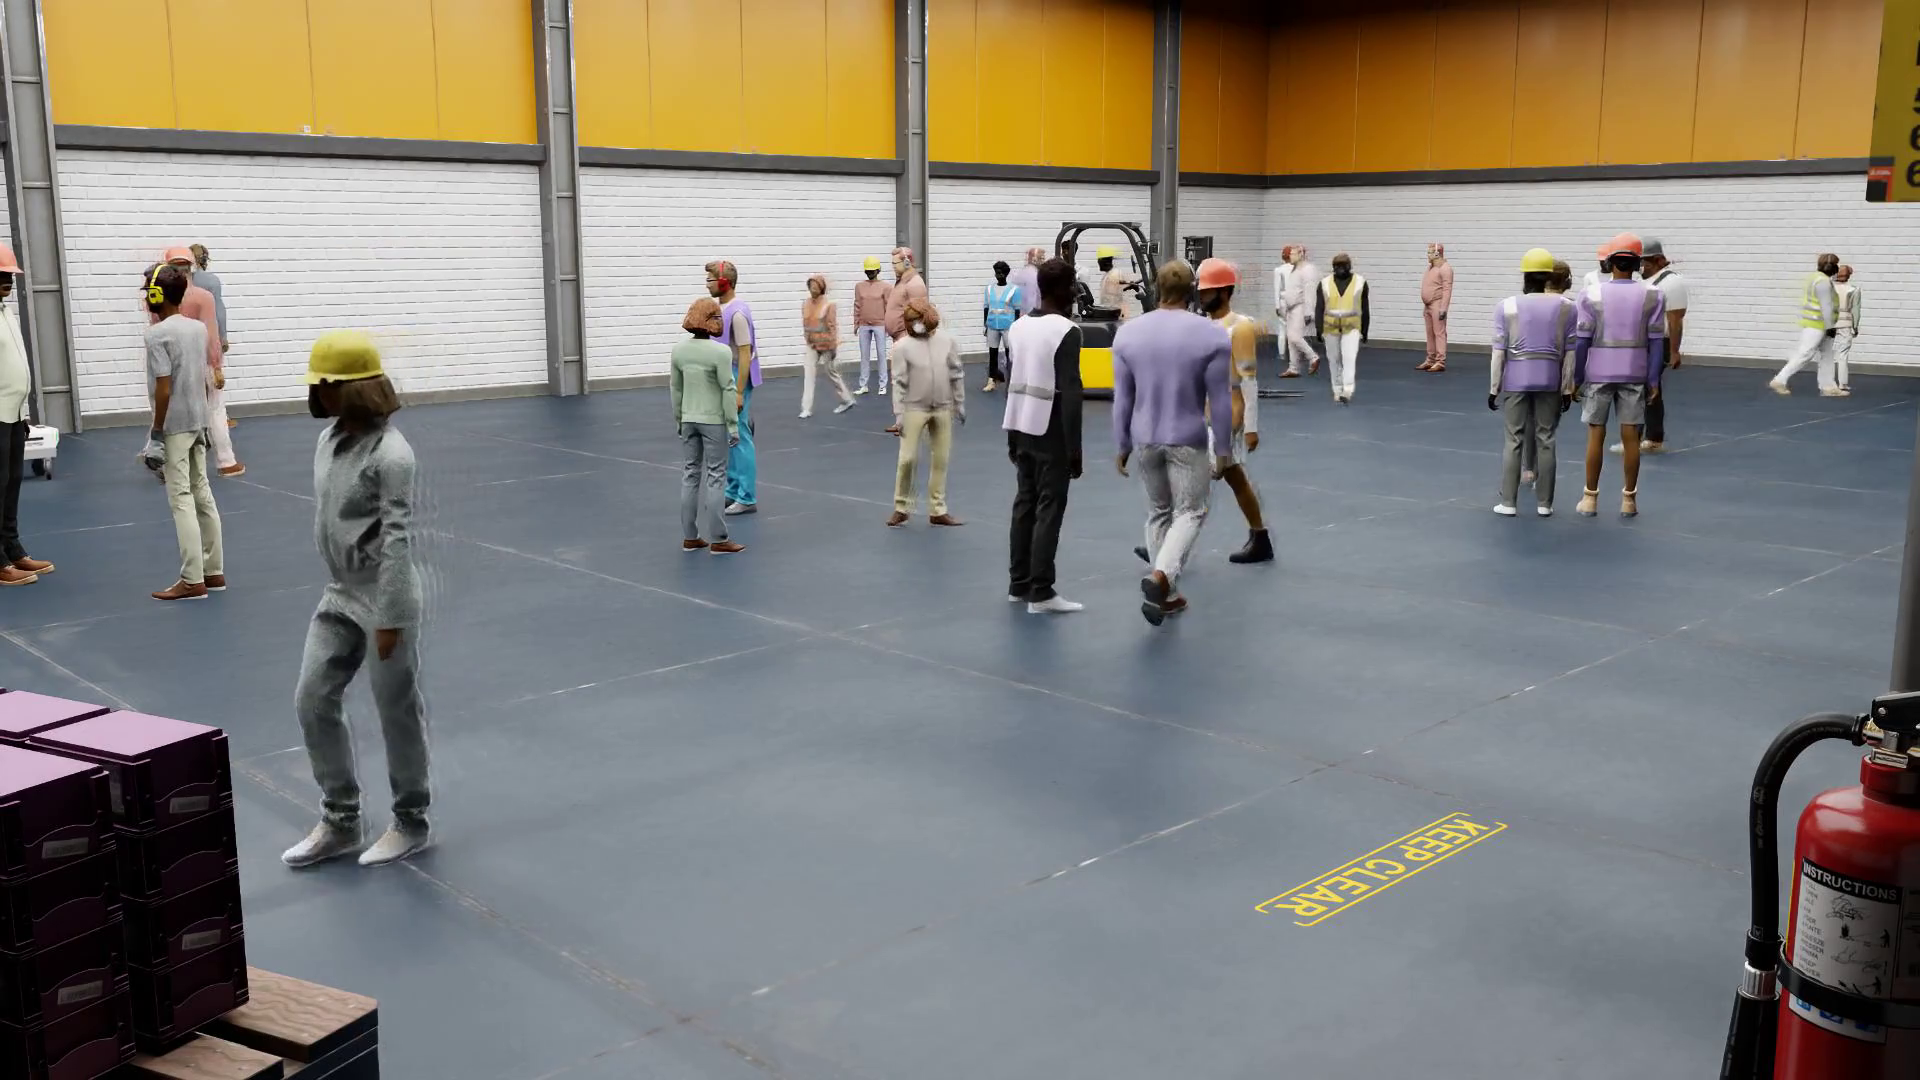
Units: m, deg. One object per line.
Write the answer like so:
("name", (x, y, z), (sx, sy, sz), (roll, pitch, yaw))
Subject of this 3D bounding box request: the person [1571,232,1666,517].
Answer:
("person", (4.720, -1.181, 11.977), (0.614, 2.042, 0.373), (2, 11, 12))

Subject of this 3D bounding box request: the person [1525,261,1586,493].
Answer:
("person", (4.715, -1.306, 13.287), (0.552, 1.808, 0.809), (6, 12, 31))

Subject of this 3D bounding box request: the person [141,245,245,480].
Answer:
("person", (-6.417, -1.452, 13.727), (0.638, 1.956, 0.843), (2, 11, 13))

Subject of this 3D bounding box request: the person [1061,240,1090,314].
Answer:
("person", (1.493, -3.121, 22.766), (0.606, 1.966, 0.367), (10, 14, 43))

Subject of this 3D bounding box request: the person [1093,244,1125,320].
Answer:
("person", (2.031, -3.001, 22.304), (0.501, 1.904, 0.583), (-1, 10, -8))

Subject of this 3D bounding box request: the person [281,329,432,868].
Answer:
("person", (-1.932, 0.209, 5.220), (0.513, 1.725, 0.547), (8, 13, 38))

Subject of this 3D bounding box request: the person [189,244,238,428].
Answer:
("person", (-7.923, -2.119, 17.393), (0.627, 1.935, 0.371), (3, 11, 17))

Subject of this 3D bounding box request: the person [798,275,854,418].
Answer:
("person", (-1.526, -2.176, 18.650), (0.552, 1.589, 0.800), (7, 12, 33))

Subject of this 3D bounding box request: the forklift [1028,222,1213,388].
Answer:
("forklift", (1.935, -2.847, 20.651), (2.313, 2.155, 1.214), (2, 11, 13))

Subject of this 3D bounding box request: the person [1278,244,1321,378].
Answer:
("person", (4.815, -3.235, 23.577), (0.489, 1.892, 0.670), (-2, 11, -13))

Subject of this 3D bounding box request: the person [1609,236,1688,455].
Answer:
("person", (6.260, -1.802, 15.371), (0.808, 2.000, 0.707), (-2, 11, -9))

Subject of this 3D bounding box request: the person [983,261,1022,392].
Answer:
("person", (0.534, -2.737, 21.420), (0.532, 1.693, 0.319), (4, 11, 23))

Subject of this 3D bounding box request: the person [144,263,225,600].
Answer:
("person", (-4.363, -0.598, 9.273), (0.329, 1.872, 0.509), (1, 10, 6))

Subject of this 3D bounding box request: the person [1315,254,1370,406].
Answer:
("person", (4.581, -2.521, 19.975), (0.638, 1.784, 0.963), (3, 11, 18))

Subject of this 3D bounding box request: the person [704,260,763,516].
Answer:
("person", (-1.644, -1.100, 12.087), (0.390, 1.841, 0.564), (-4, 11, -22))

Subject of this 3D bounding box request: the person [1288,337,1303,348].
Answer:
("person", (6.067, -4.324, 29.986), (0.612, 1.718, 0.587), (-5, 11, -24))

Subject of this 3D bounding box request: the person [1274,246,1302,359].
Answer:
("person", (5.366, -3.834, 26.966), (0.581, 1.857, 0.804), (-1, 10, -4))

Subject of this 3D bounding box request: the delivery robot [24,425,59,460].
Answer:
("delivery robot", (-7.857, -0.805, 13.732), (0.477, 0.478, 0.707), (9, 14, 39))

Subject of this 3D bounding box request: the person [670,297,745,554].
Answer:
("person", (-1.617, -0.725, 10.606), (0.508, 1.632, 0.271), (7, 12, 32))

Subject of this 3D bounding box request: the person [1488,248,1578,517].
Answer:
("person", (4.107, -1.122, 11.971), (0.595, 1.925, 0.373), (1, 10, 6))

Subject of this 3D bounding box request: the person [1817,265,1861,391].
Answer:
("person", (11.482, -2.773, 21.767), (0.517, 1.636, 0.314), (9, 14, 41))

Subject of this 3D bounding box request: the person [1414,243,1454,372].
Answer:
("person", (7.074, -3.463, 24.806), (0.400, 1.905, 0.643), (-2, 11, -9))

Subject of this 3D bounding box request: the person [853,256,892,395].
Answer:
("person", (-1.115, -2.718, 21.136), (0.522, 1.761, 0.321), (3, 11, 17))

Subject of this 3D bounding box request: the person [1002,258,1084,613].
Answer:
("person", (0.442, -0.556, 9.016), (0.449, 1.905, 0.637), (-6, 12, -31))

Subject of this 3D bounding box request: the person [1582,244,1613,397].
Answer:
("person", (8.000, -2.713, 20.690), (0.547, 1.920, 0.422), (7, 13, 35))

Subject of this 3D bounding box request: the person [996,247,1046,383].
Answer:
("person", (0.832, -2.957, 22.127), (0.738, 1.874, 0.692), (-1, 10, -5))

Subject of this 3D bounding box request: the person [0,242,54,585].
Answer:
("person", (-5.593, -0.740, 9.708), (0.393, 1.990, 0.623), (-2, 11, -11))

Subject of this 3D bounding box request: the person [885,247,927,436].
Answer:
("person", (-0.561, -2.007, 16.871), (0.407, 1.903, 0.639), (-3, 11, -15))

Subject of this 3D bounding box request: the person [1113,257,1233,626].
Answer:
("person", (1.074, -0.491, 8.576), (0.636, 1.915, 0.793), (5, 11, 25))

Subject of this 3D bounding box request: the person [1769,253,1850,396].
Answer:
("person", (10.737, -2.701, 20.931), (0.903, 1.809, 0.625), (5, 11, 24))

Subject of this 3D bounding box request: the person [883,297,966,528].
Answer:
("person", (-0.233, -0.863, 11.457), (0.590, 1.601, 0.348), (-5, 12, -26))

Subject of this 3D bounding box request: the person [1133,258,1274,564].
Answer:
("person", (1.525, -0.757, 10.108), (1.009, 1.878, 0.571), (-4, 11, -20))
